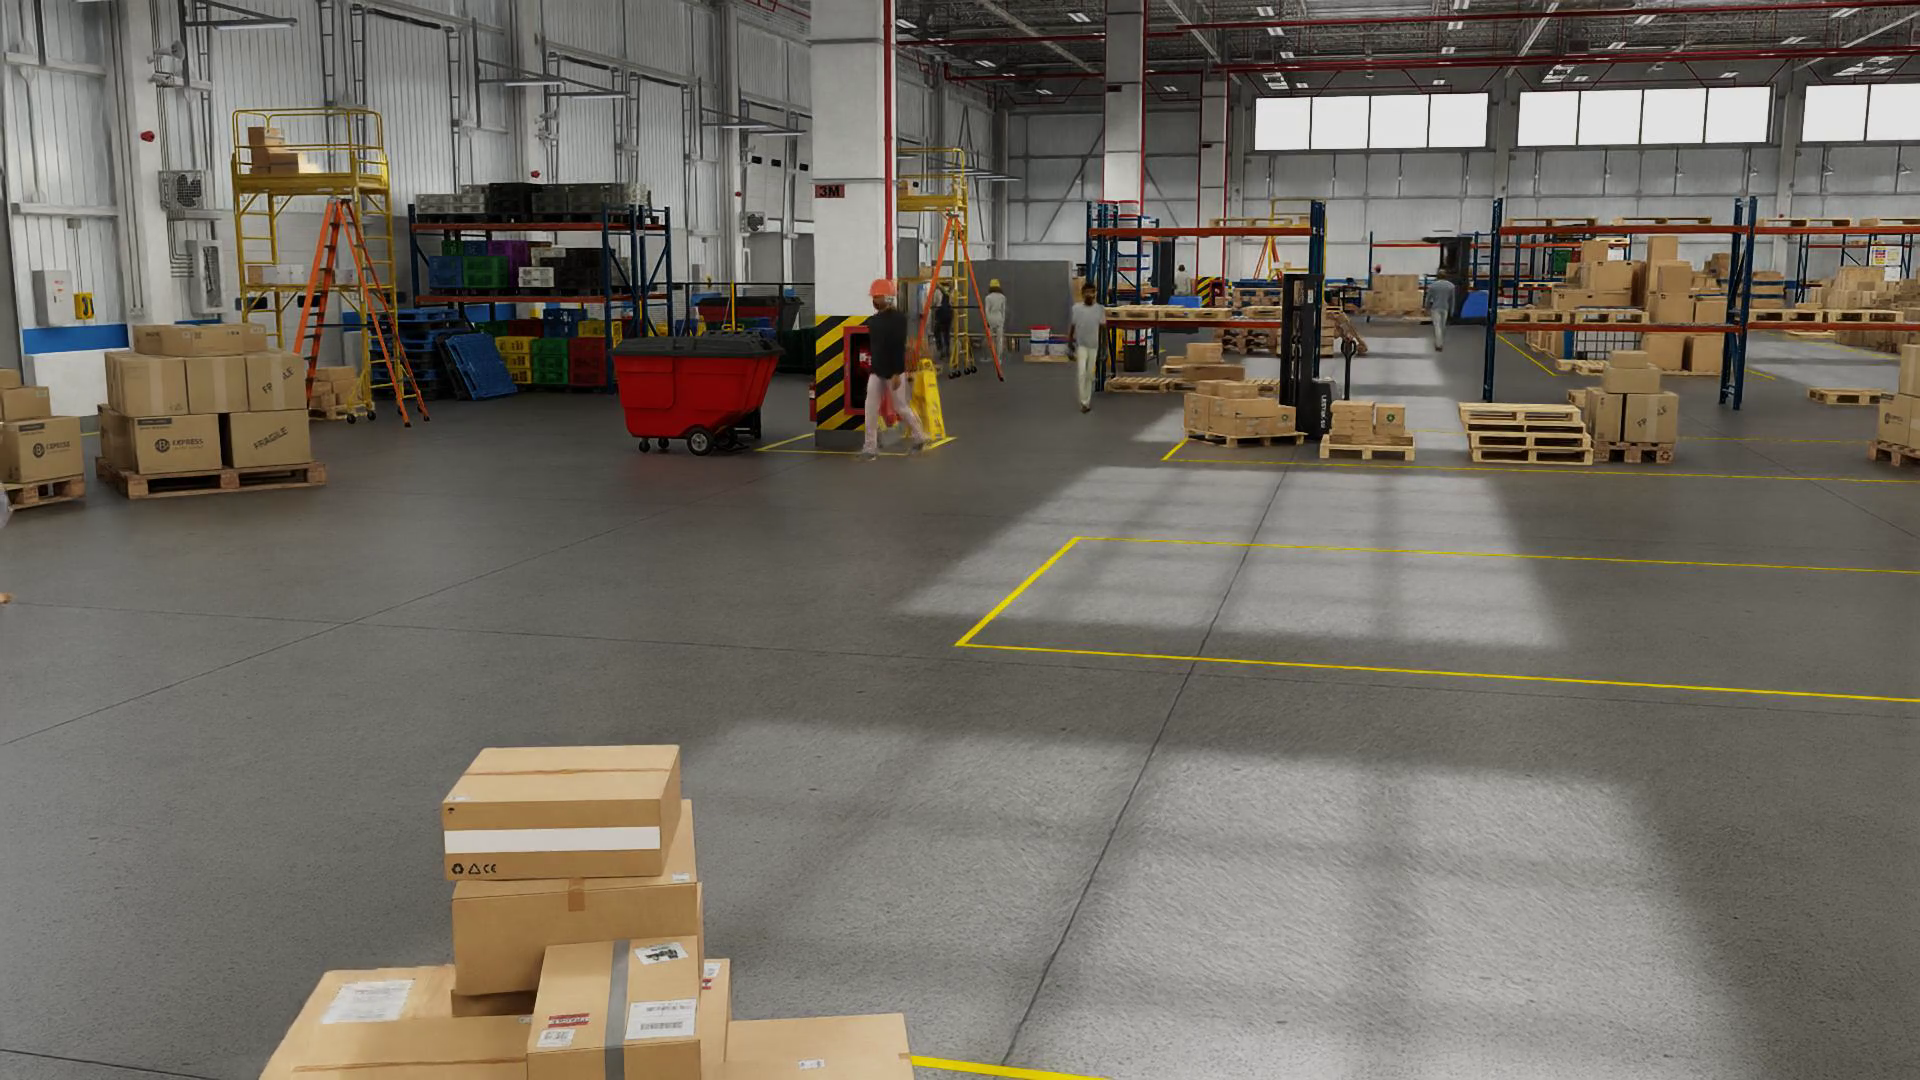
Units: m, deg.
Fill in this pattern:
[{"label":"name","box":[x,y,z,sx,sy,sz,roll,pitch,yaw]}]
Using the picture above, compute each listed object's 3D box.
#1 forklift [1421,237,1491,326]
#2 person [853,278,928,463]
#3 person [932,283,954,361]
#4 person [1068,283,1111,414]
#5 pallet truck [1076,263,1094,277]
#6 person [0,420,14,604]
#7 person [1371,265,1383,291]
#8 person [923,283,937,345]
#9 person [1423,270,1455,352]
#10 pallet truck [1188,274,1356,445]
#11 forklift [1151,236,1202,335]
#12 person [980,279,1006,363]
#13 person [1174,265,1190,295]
[{"label":"forklift","box":[15.682,-8.140,52.334,1.873,2.768,1.129,-2,10,-12]},{"label":"person","box":[-0.731,-1.821,17.841,0.608,1.965,0.952,9,13,41]},{"label":"person","box":[-0.349,-4.673,34.982,0.533,1.834,0.400,-3,10,-17]},{"label":"person","box":[1.816,-2.682,23.329,0.521,1.814,0.960,-2,10,-10]},{"label":"pallet truck","box":[4.325,-8.180,55.162,0.823,1.965,1.885,6,11,31]},{"label":"person","box":[-6.178,-0.485,10.348,0.441,1.828,0.650,-4,10,-23]},{"label":"person","box":[15.537,-9.277,61.854,0.645,1.914,0.403,9,13,42]},{"label":"person","box":[-0.687,-5.789,41.494,0.577,1.864,0.408,4,11,25]},{"label":"person","box":[11.171,-5.350,38.804,0.651,1.883,1.001,0,10,-2]},{"label":"pallet truck","box":[3.653,-2.138,19.590,1.885,1.965,0.823,-4,10,-20]},{"label":"forklift","box":[5.866,-7.214,46.878,1.873,2.768,1.129,2,10,14]},{"label":"person","box":[0.674,-4.535,34.493,0.514,1.715,0.742,-5,11,-29]},{"label":"person","box":[7.799,-8.738,58.617,0.635,1.939,0.361,2,10,13]}]
